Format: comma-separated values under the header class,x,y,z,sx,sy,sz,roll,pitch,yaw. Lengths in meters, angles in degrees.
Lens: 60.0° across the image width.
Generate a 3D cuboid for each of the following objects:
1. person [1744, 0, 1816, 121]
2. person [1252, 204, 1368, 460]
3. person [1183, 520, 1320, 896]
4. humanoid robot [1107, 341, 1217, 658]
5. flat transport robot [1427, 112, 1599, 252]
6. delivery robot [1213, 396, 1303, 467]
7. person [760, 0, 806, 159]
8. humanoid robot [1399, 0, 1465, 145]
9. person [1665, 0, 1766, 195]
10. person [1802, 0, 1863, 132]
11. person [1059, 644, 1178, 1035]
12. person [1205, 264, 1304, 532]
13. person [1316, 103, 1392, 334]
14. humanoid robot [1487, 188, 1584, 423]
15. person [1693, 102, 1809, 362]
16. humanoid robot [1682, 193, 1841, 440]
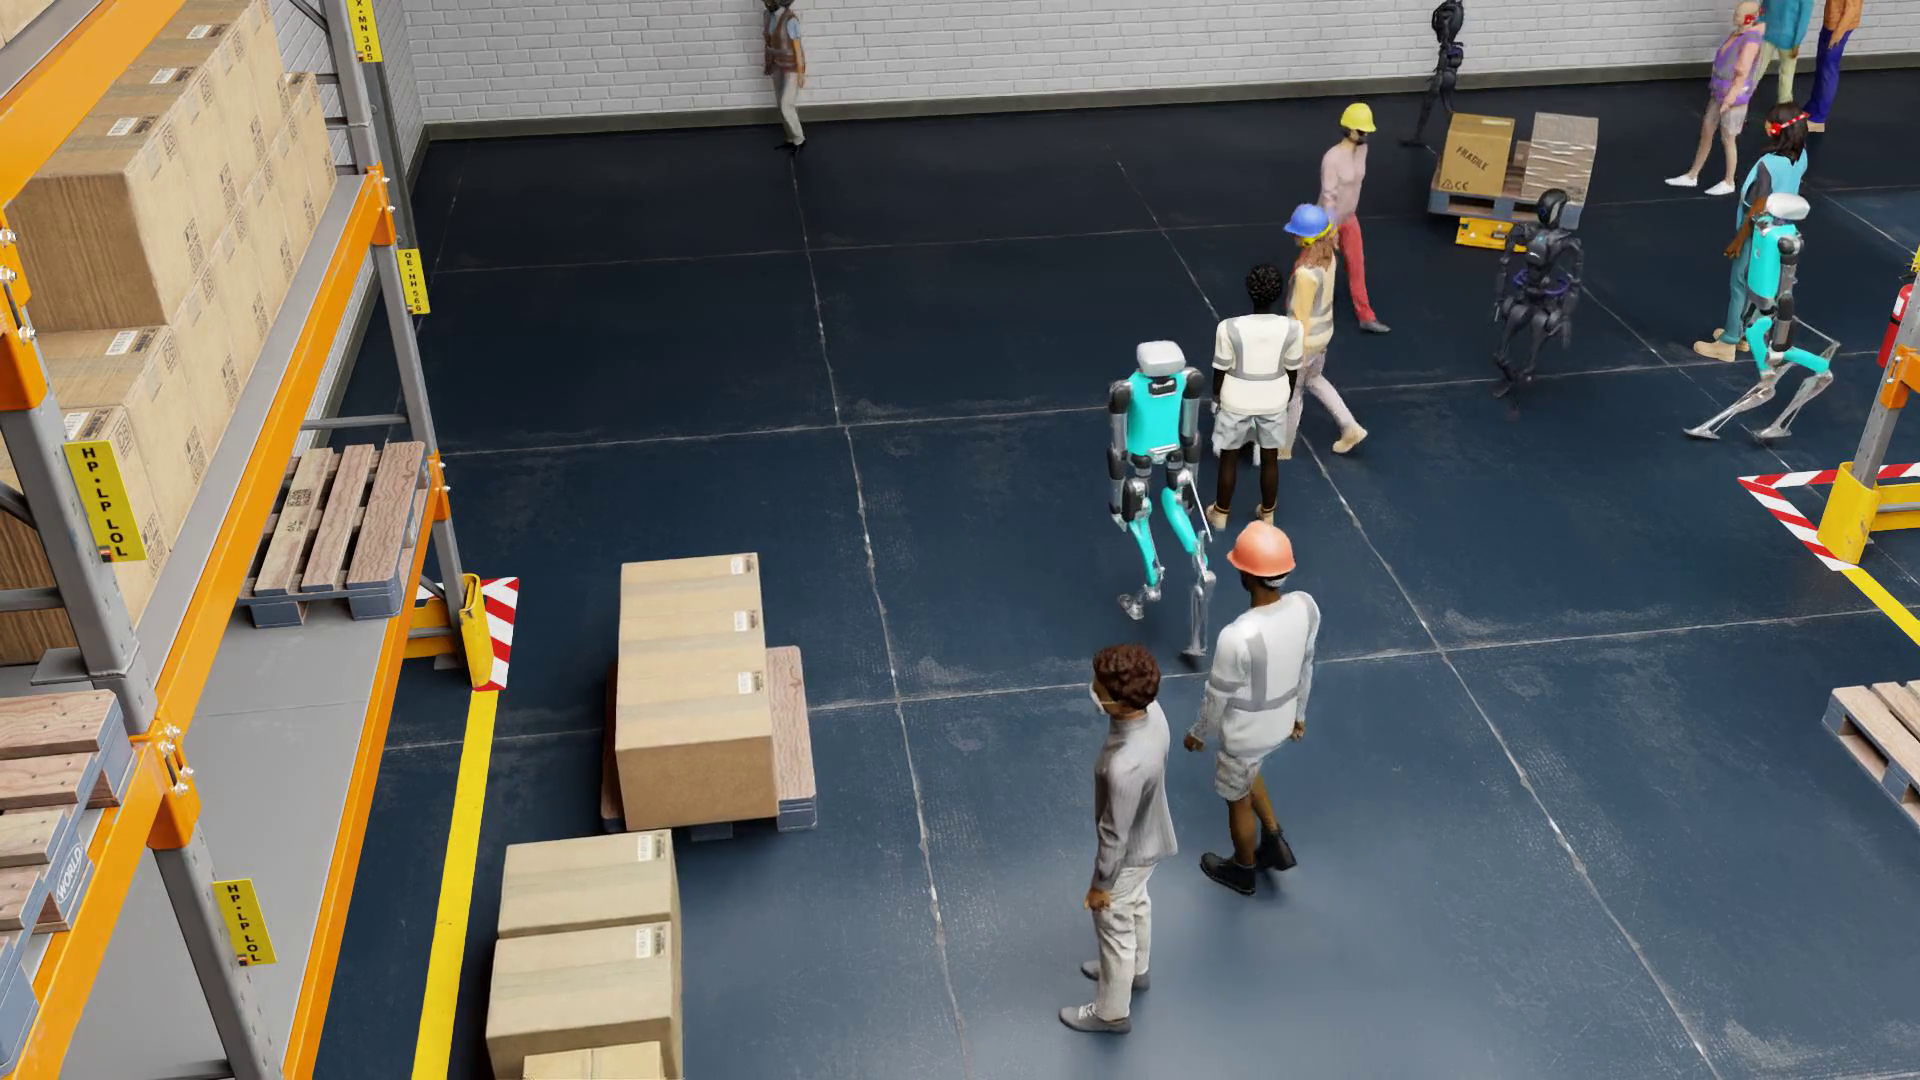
class,x,y,z,sx,sy,sz,roll,pitch,yaw
person,7.930,-4.888,16.024,0.810,1.705,0.571,-18,37,-26
person,2.255,-1.253,10.410,0.609,1.758,0.510,17,37,25
person,1.236,0.770,7.171,0.412,1.916,0.537,28,42,36
humanoid robot,1.125,-0.106,8.719,0.531,1.777,1.018,-12,35,-17
flat transport robot,4.629,-2.814,14.164,0.659,0.231,1.431,11,35,16
delivery robot,1.939,-0.881,10.940,0.499,0.593,0.789,15,36,21
person,-1.594,-4.288,15.139,0.503,1.655,0.545,-28,42,-36
humanoid robot,4.520,-4.355,15.290,0.745,1.644,0.610,10,34,15
person,6.636,-3.823,14.428,0.535,1.686,0.497,1,33,2
person,8.296,-4.878,15.761,0.371,1.984,0.512,8,34,12
person,0.654,1.192,6.543,0.410,1.893,0.545,10,35,15
person,1.728,-0.816,9.804,0.531,1.690,0.322,-1,33,-2
person,2.795,-2.290,12.033,0.539,1.724,0.886,-25,40,-33
humanoid robot,3.826,-1.568,10.981,0.596,1.642,0.468,24,40,31
person,5.608,-2.152,11.685,0.530,1.871,0.390,-24,40,-32
humanoid robot,5.258,-1.345,10.576,0.902,1.771,0.538,-1,33,-2
